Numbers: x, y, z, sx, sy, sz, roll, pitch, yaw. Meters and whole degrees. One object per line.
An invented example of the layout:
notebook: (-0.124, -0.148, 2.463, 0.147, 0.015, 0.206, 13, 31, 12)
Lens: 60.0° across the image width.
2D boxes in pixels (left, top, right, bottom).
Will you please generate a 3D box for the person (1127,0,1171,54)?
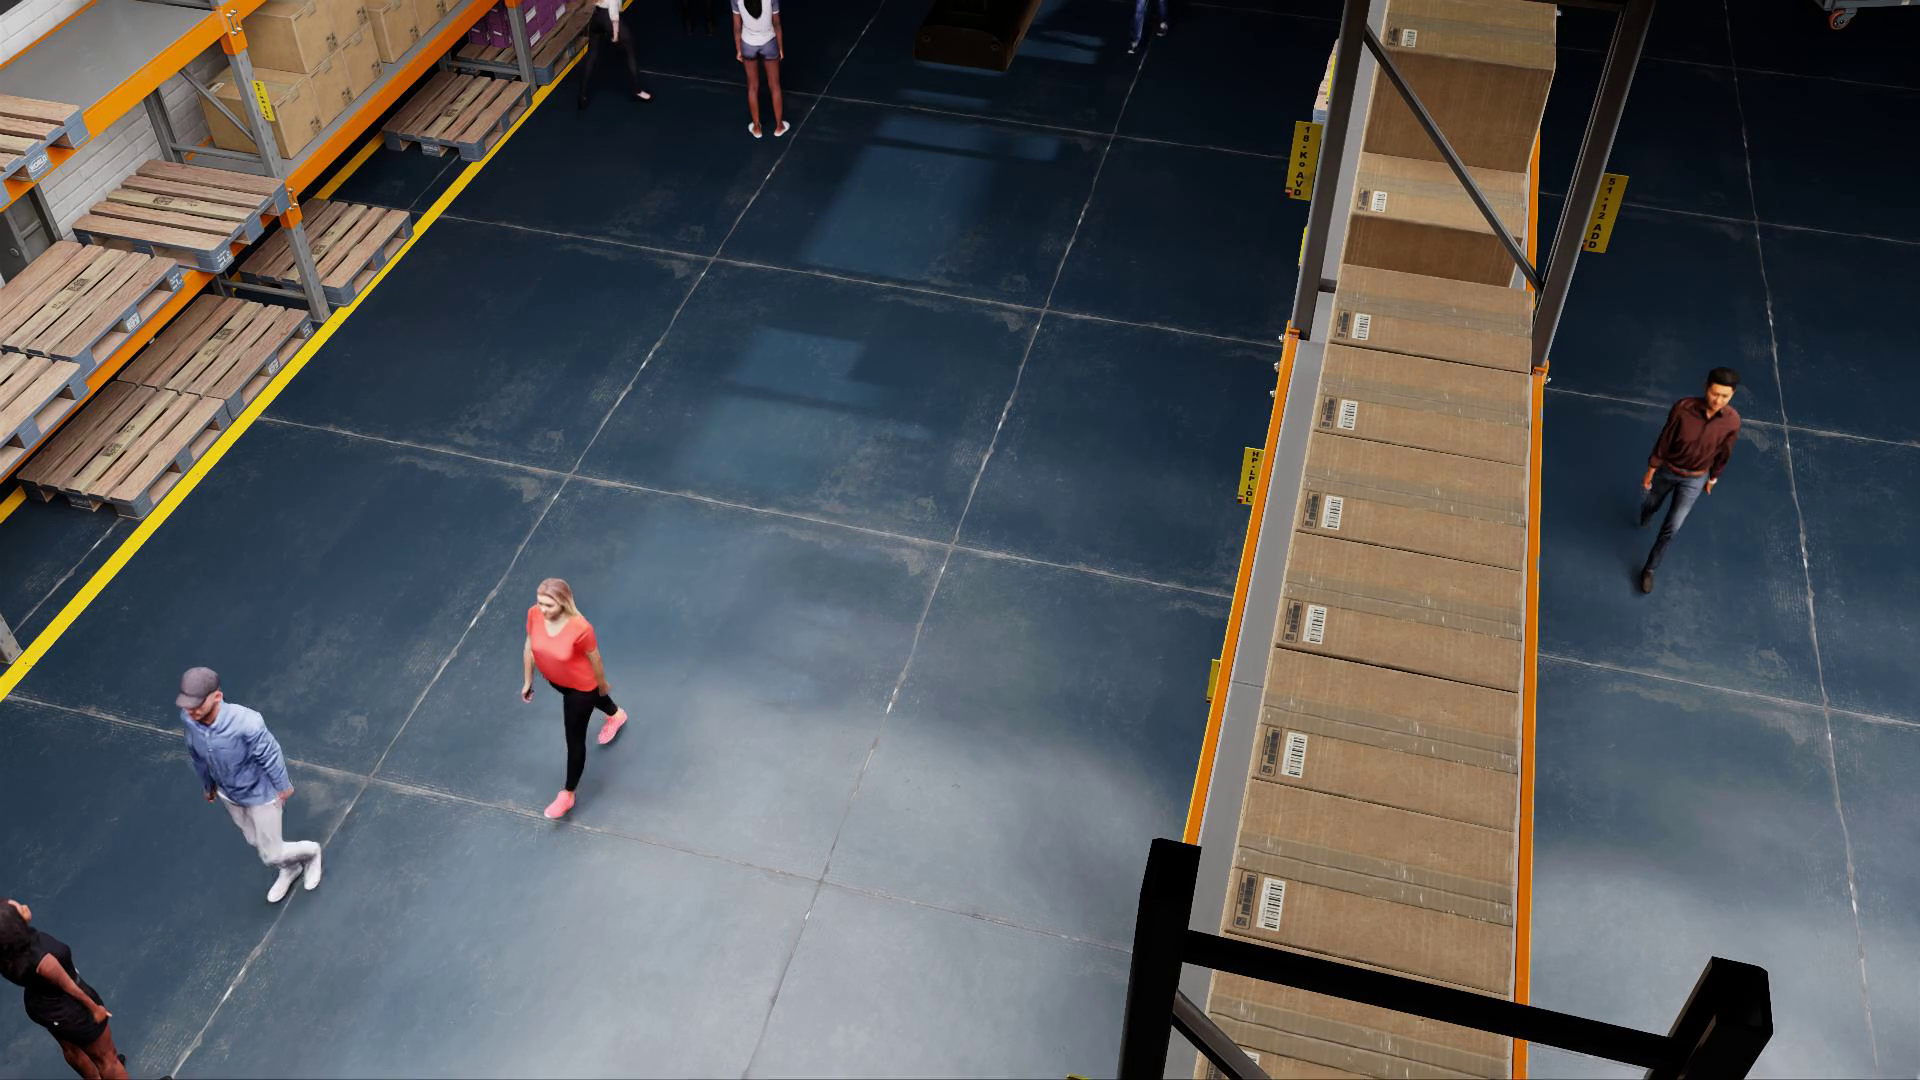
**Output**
person: (2.049, -5.840, 17.123, 0.673, 1.504, 1.143, 17, 46, 17)

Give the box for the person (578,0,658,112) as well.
person: (-3.443, -4.926, 16.006, 0.949, 1.721, 1.106, 30, 51, 28)

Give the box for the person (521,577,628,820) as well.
person: (-2.292, 0.791, 10.064, 0.800, 1.640, 1.224, 21, 47, 20)

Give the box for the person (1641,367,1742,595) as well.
person: (4.911, -0.510, 11.344, 0.752, 1.759, 1.106, 16, 46, 16)

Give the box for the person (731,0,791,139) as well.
person: (-1.897, -4.629, 15.694, 0.668, 1.722, 0.637, -3, 44, -3)

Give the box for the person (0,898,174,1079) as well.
person: (-4.505, 2.342, 8.363, 0.634, 1.740, 0.576, 18, 47, 18)

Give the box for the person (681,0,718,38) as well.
person: (-2.769, -6.047, 17.207, 0.612, 1.688, 0.593, 3, 44, 3)

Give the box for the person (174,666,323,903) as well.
person: (-3.963, 1.314, 9.344, 0.657, 1.876, 0.644, 13, 45, 13)
